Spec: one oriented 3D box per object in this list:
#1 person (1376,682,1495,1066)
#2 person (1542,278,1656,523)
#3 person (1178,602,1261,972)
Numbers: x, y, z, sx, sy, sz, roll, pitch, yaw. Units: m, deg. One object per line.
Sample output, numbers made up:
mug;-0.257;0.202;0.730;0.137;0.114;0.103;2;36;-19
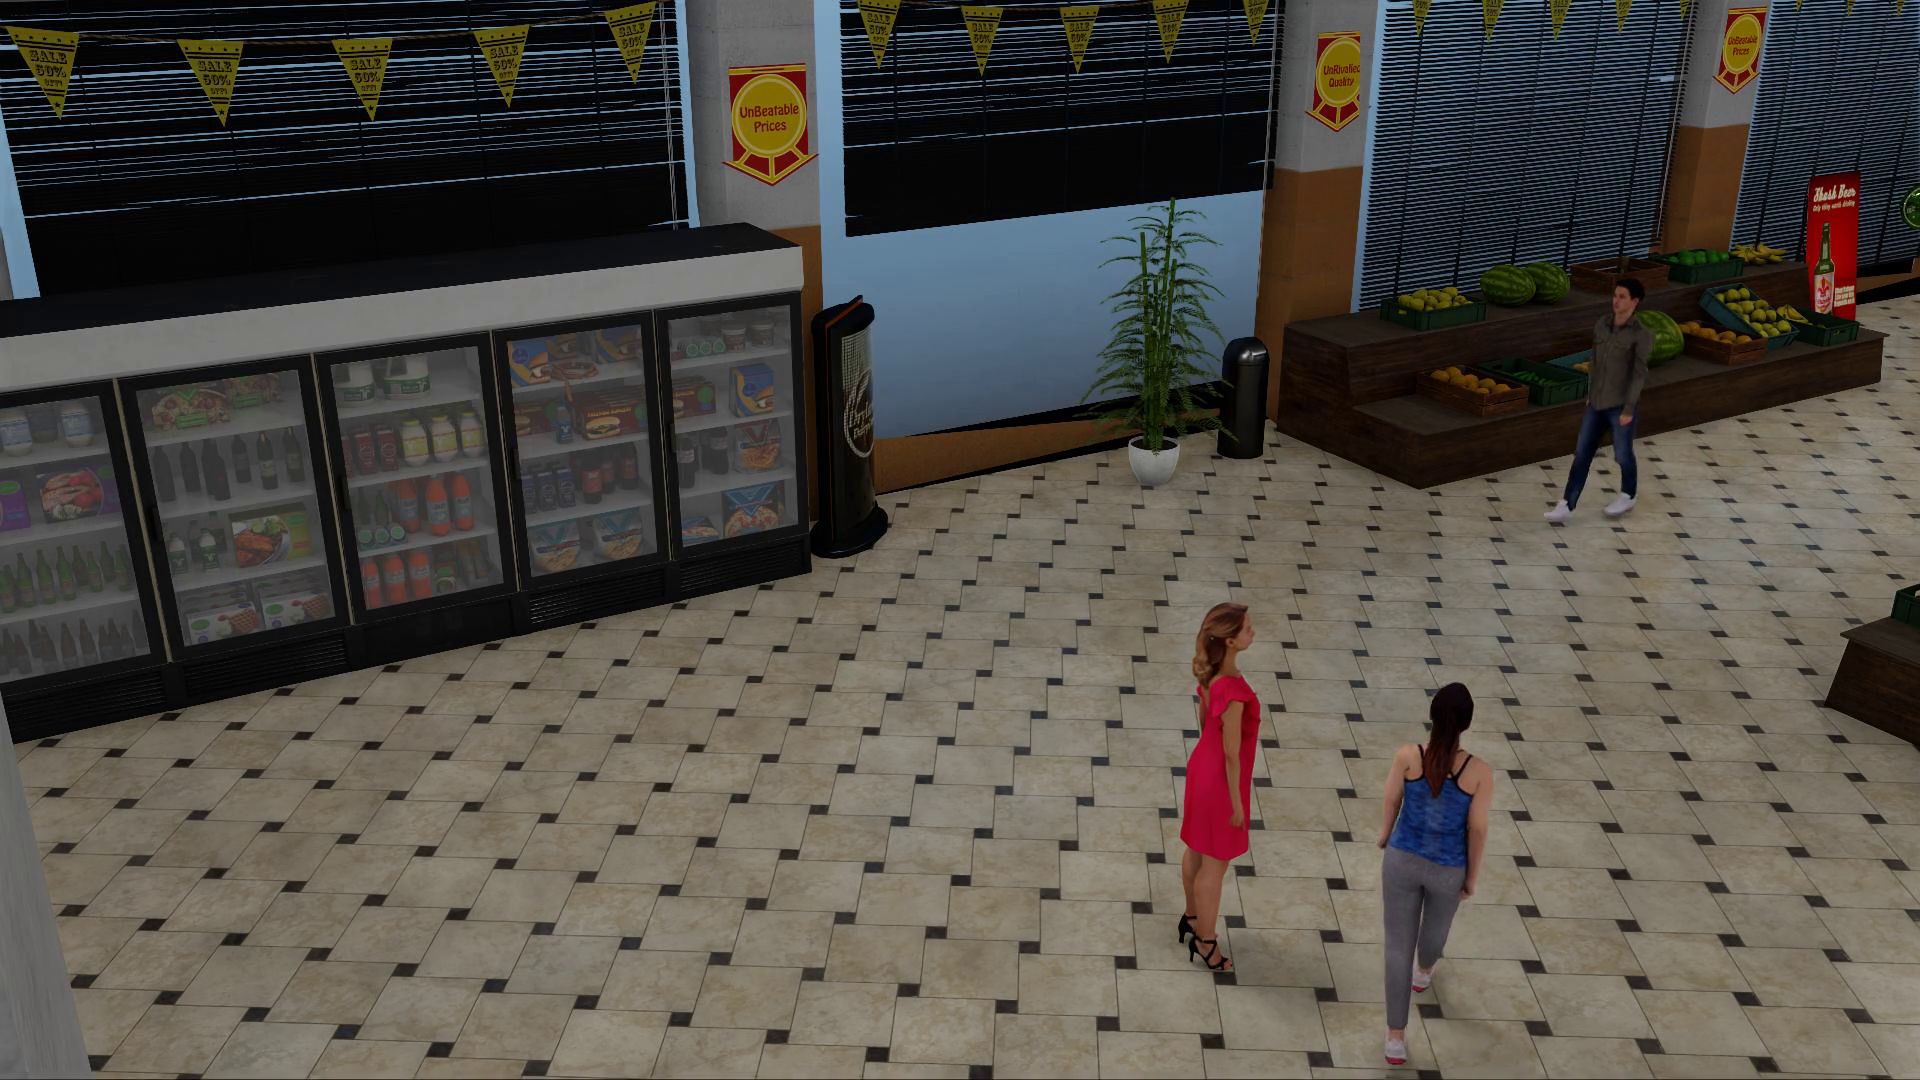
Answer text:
person;1.863;1.358;6.696;1.001;1.573;1.089;7;23;17
person;4.870;-0.990;12.214;1.118;1.817;0.713;-12;25;-26
person;1.111;1.059;7.233;0.658;1.728;0.648;-2;22;-6
